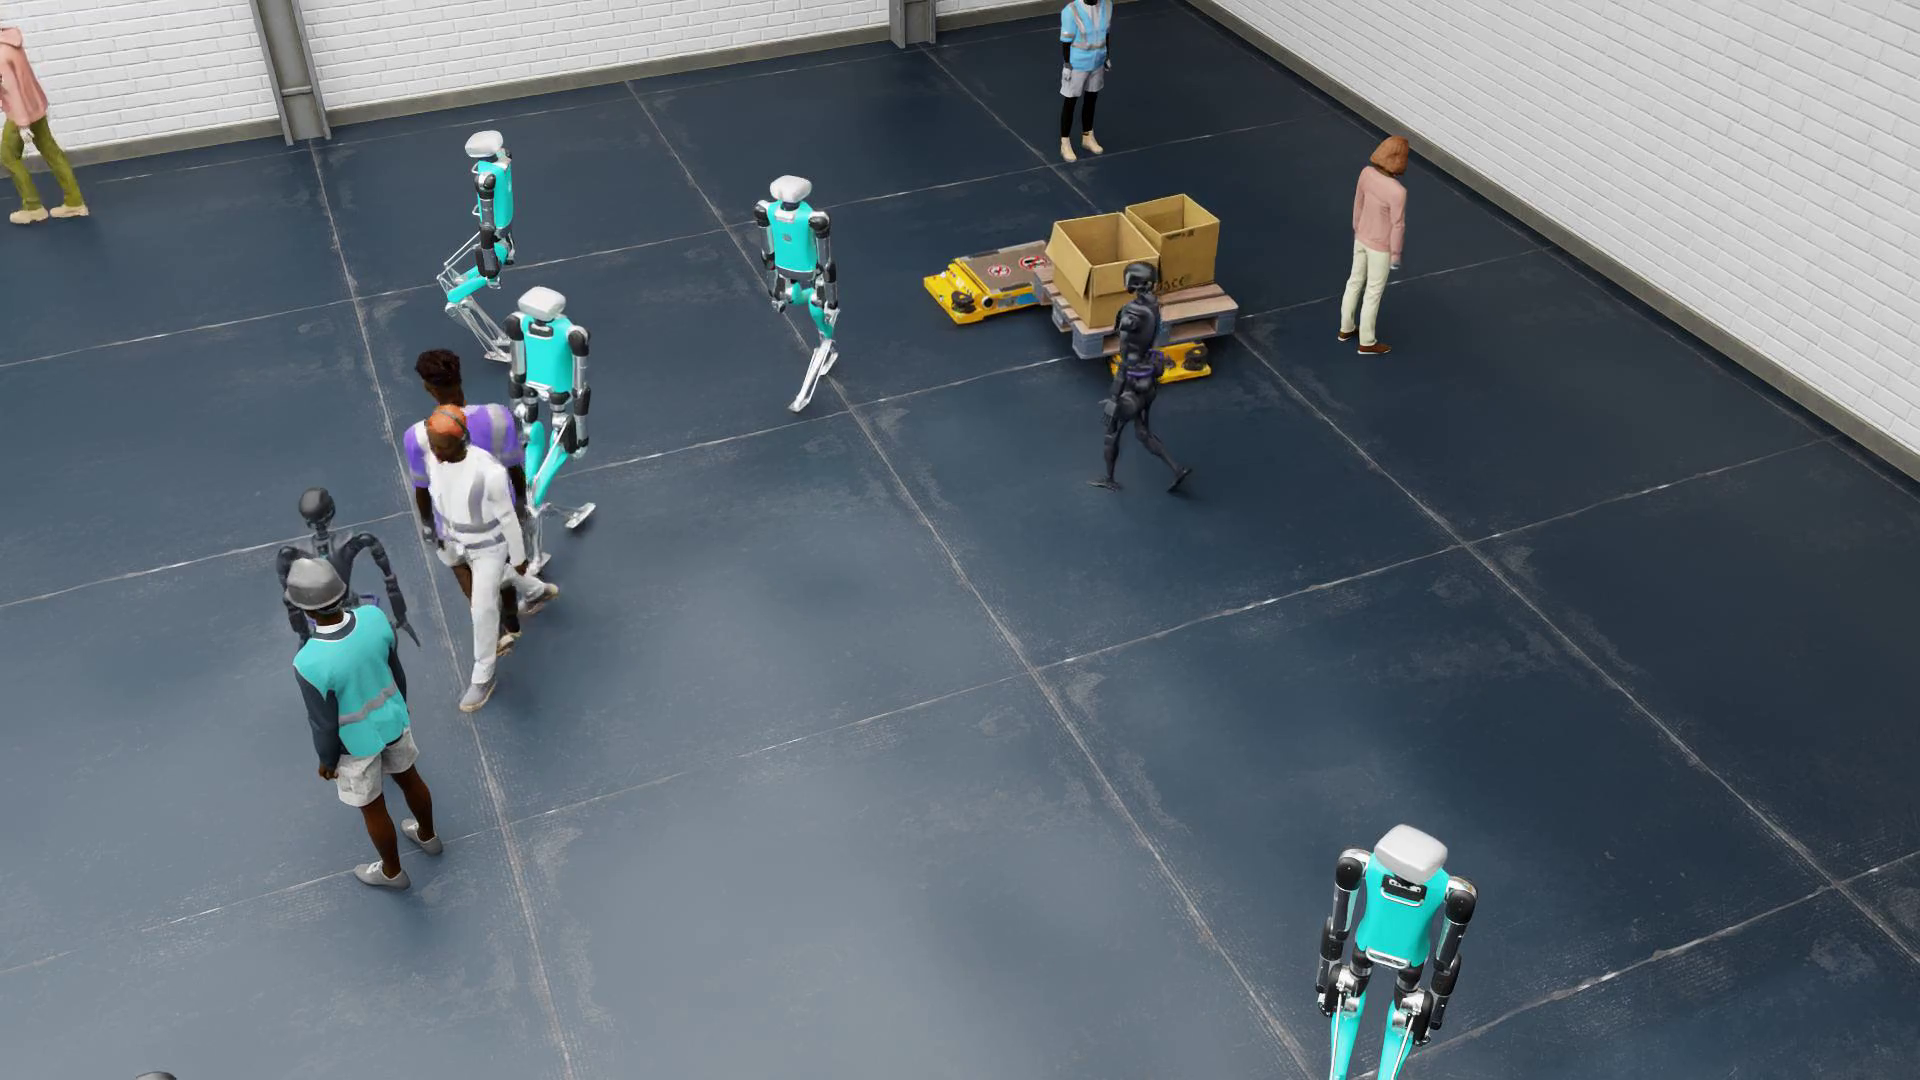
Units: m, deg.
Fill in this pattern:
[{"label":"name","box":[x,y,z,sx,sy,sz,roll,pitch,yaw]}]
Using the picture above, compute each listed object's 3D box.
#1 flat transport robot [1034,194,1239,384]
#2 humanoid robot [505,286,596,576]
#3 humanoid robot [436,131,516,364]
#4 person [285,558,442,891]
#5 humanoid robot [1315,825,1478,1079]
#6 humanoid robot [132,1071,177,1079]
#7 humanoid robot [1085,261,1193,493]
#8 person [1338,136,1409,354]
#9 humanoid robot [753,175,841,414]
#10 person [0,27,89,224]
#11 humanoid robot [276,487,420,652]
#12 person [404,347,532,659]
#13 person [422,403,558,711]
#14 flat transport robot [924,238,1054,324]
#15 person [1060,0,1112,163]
[{"label":"flat transport robot","box":[1.261,-1.589,12.342,0.659,0.231,1.431,-11,39,-14]},{"label":"humanoid robot","box":[-2.522,-0.539,9.800,0.552,1.739,0.985,13,39,16]},{"label":"humanoid robot","box":[-3.405,-2.040,11.614,0.735,1.677,0.533,2,38,2]},{"label":"person","box":[-2.768,0.873,7.768,0.418,1.938,0.548,18,41,22]},{"label":"humanoid robot","box":[1.601,1.901,6.488,0.533,1.673,0.735,15,40,18]},{"label":"humanoid robot","box":[-2.617,2.431,5.958,0.592,1.647,0.431,25,44,29]},{"label":"humanoid robot","box":[1.153,-0.972,10.402,0.623,1.638,0.608,17,41,21]},{"label":"person","box":[2.981,-2.113,11.901,0.281,1.633,0.498,-16,40,-19]},{"label":"humanoid robot","box":[-0.987,-1.774,11.404,0.531,1.748,0.994,14,40,17]},{"label":"person","box":[-7.695,-3.446,13.487,0.717,1.807,0.557,-6,38,-8]},{"label":"humanoid robot","box":[-3.127,0.452,8.552,0.610,1.648,0.361,-10,39,-12]},{"label":"person","box":[-2.640,-0.156,9.104,0.621,1.940,0.558,-22,43,-26]},{"label":"person","box":[-2.554,-0.039,9.044,0.602,1.841,0.934,22,43,26]},{"label":"flat transport robot","box":[0.502,-2.039,12.928,1.431,0.231,0.659,-15,40,-19]},{"label":"person","box":[1.097,-4.157,14.512,0.529,1.694,0.321,-21,42,-25]}]
